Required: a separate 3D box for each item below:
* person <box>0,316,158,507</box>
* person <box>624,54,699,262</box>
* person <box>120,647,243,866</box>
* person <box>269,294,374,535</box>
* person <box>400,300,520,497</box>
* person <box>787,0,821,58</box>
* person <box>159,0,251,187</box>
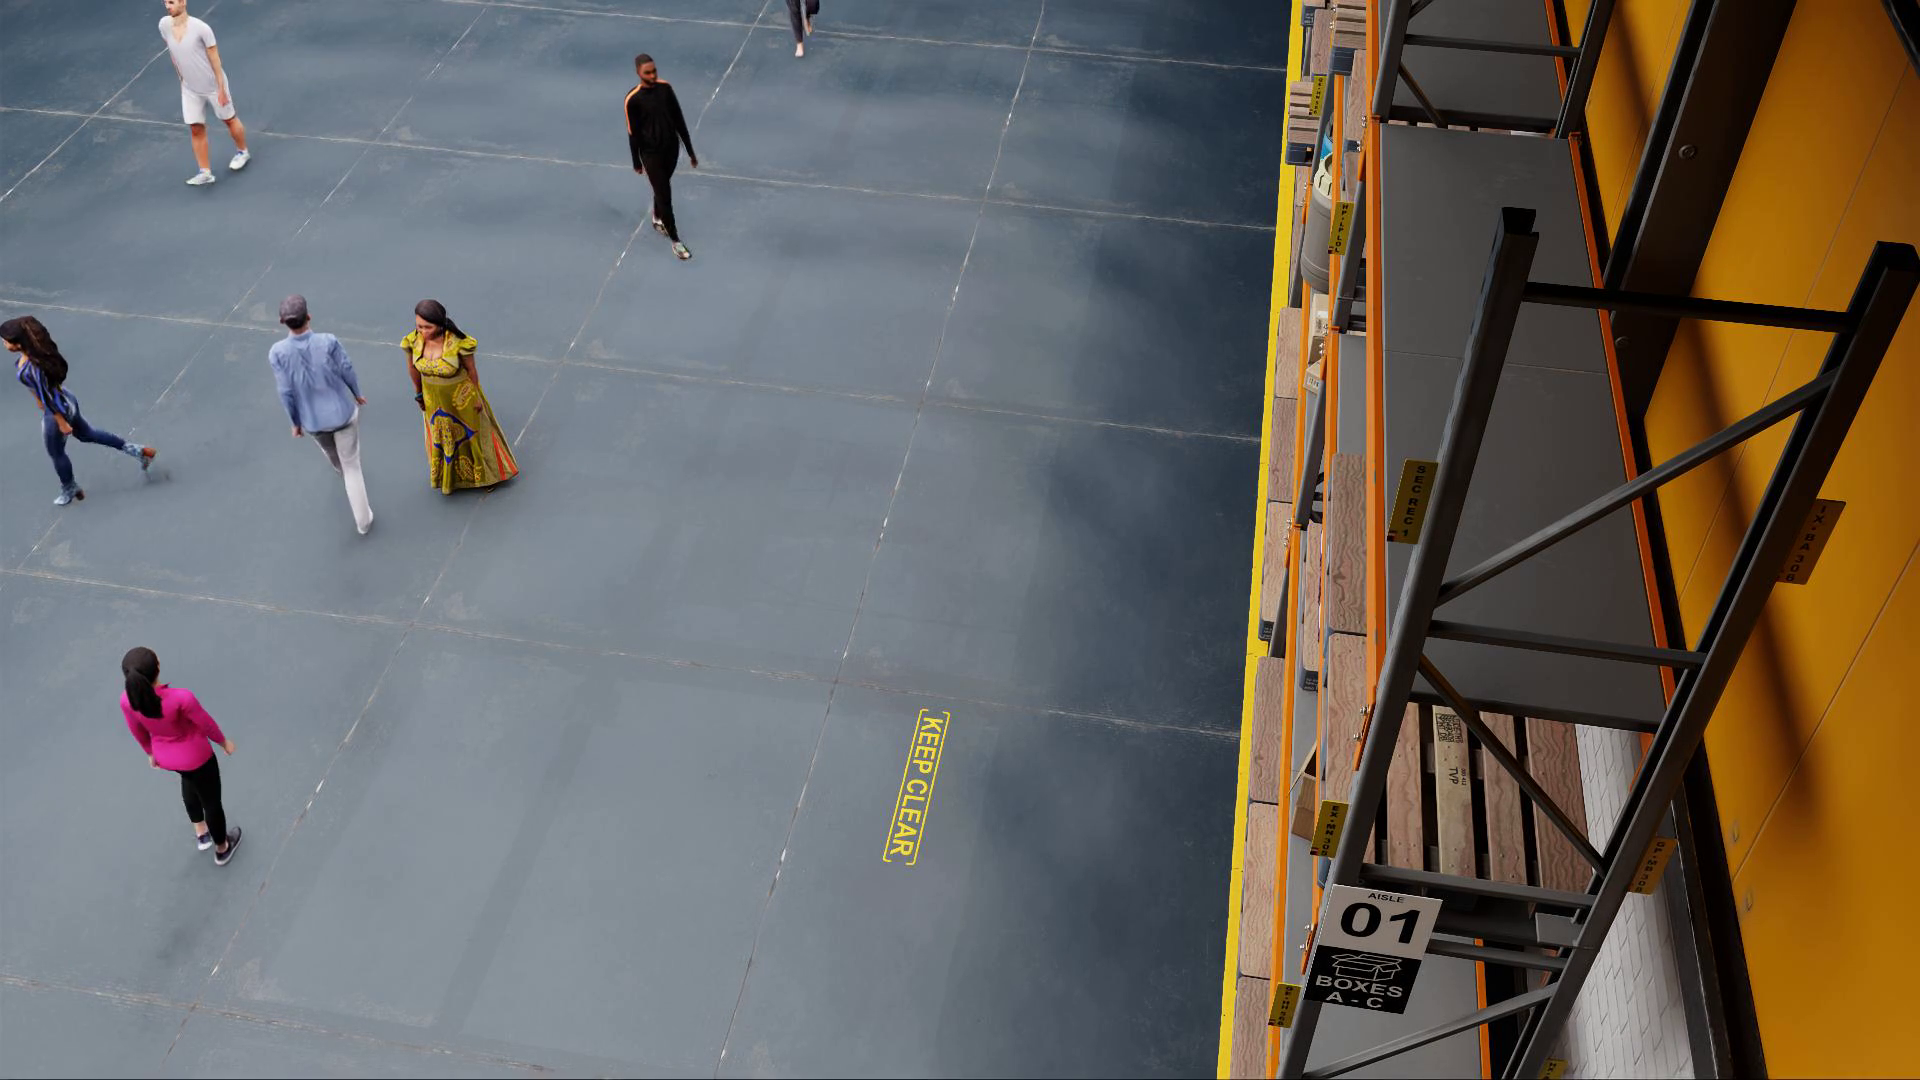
[{"bbox_3d":[-6.360,-0.944,11.898,1.029,1.596,1.056,-17,46,-17],"label":"person"},{"bbox_3d":[-2.645,-3.373,14.314,1.052,1.782,1.055,-34,53,-31],"label":"person"},{"bbox_3d":[-4.454,1.300,9.485,0.611,1.688,0.602,3,44,3],"label":"person"},{"bbox_3d":[-4.409,-0.829,11.601,1.002,1.840,1.251,-12,45,-12],"label":"person"},{"bbox_3d":[-3.660,-1.039,11.960,0.908,1.660,0.843,-1,44,-1],"label":"person"},{"bbox_3d":[-1.656,-5.843,16.924,0.747,1.758,0.868,-5,44,-6],"label":"person"},{"bbox_3d":[-6.842,-4.218,15.164,0.709,1.833,0.983,8,44,8],"label":"person"}]
